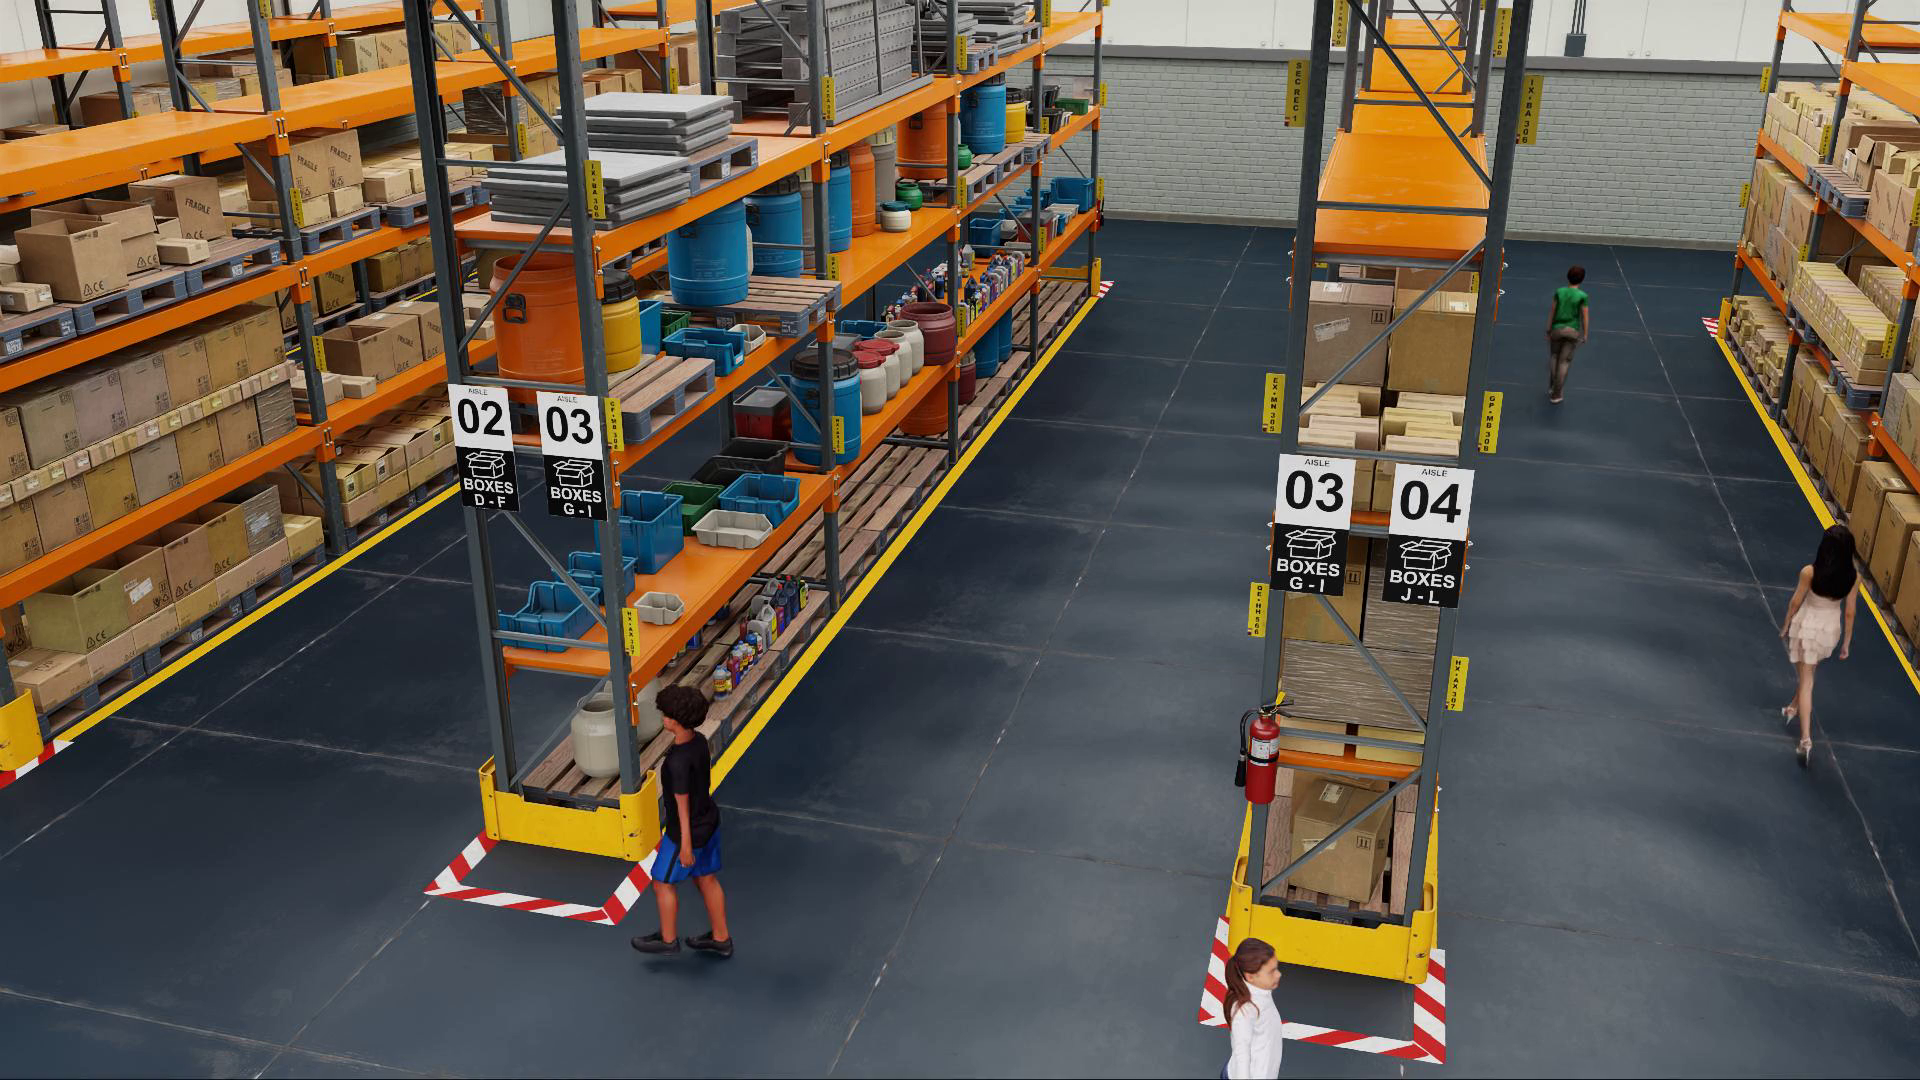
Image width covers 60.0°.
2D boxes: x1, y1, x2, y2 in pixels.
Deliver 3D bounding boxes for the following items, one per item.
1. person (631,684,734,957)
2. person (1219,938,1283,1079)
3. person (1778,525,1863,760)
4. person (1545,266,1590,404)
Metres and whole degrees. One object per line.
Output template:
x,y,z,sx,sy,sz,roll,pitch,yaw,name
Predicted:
-1.484,1.678,9.687,0.716,1.774,0.765,4,23,10,person
1.353,2.550,7.845,0.628,1.555,0.516,11,24,24,person
6.194,0.768,12.022,0.647,1.691,1.037,4,23,9,person
7.242,-2.452,19.971,0.743,1.632,0.854,15,27,32,person
